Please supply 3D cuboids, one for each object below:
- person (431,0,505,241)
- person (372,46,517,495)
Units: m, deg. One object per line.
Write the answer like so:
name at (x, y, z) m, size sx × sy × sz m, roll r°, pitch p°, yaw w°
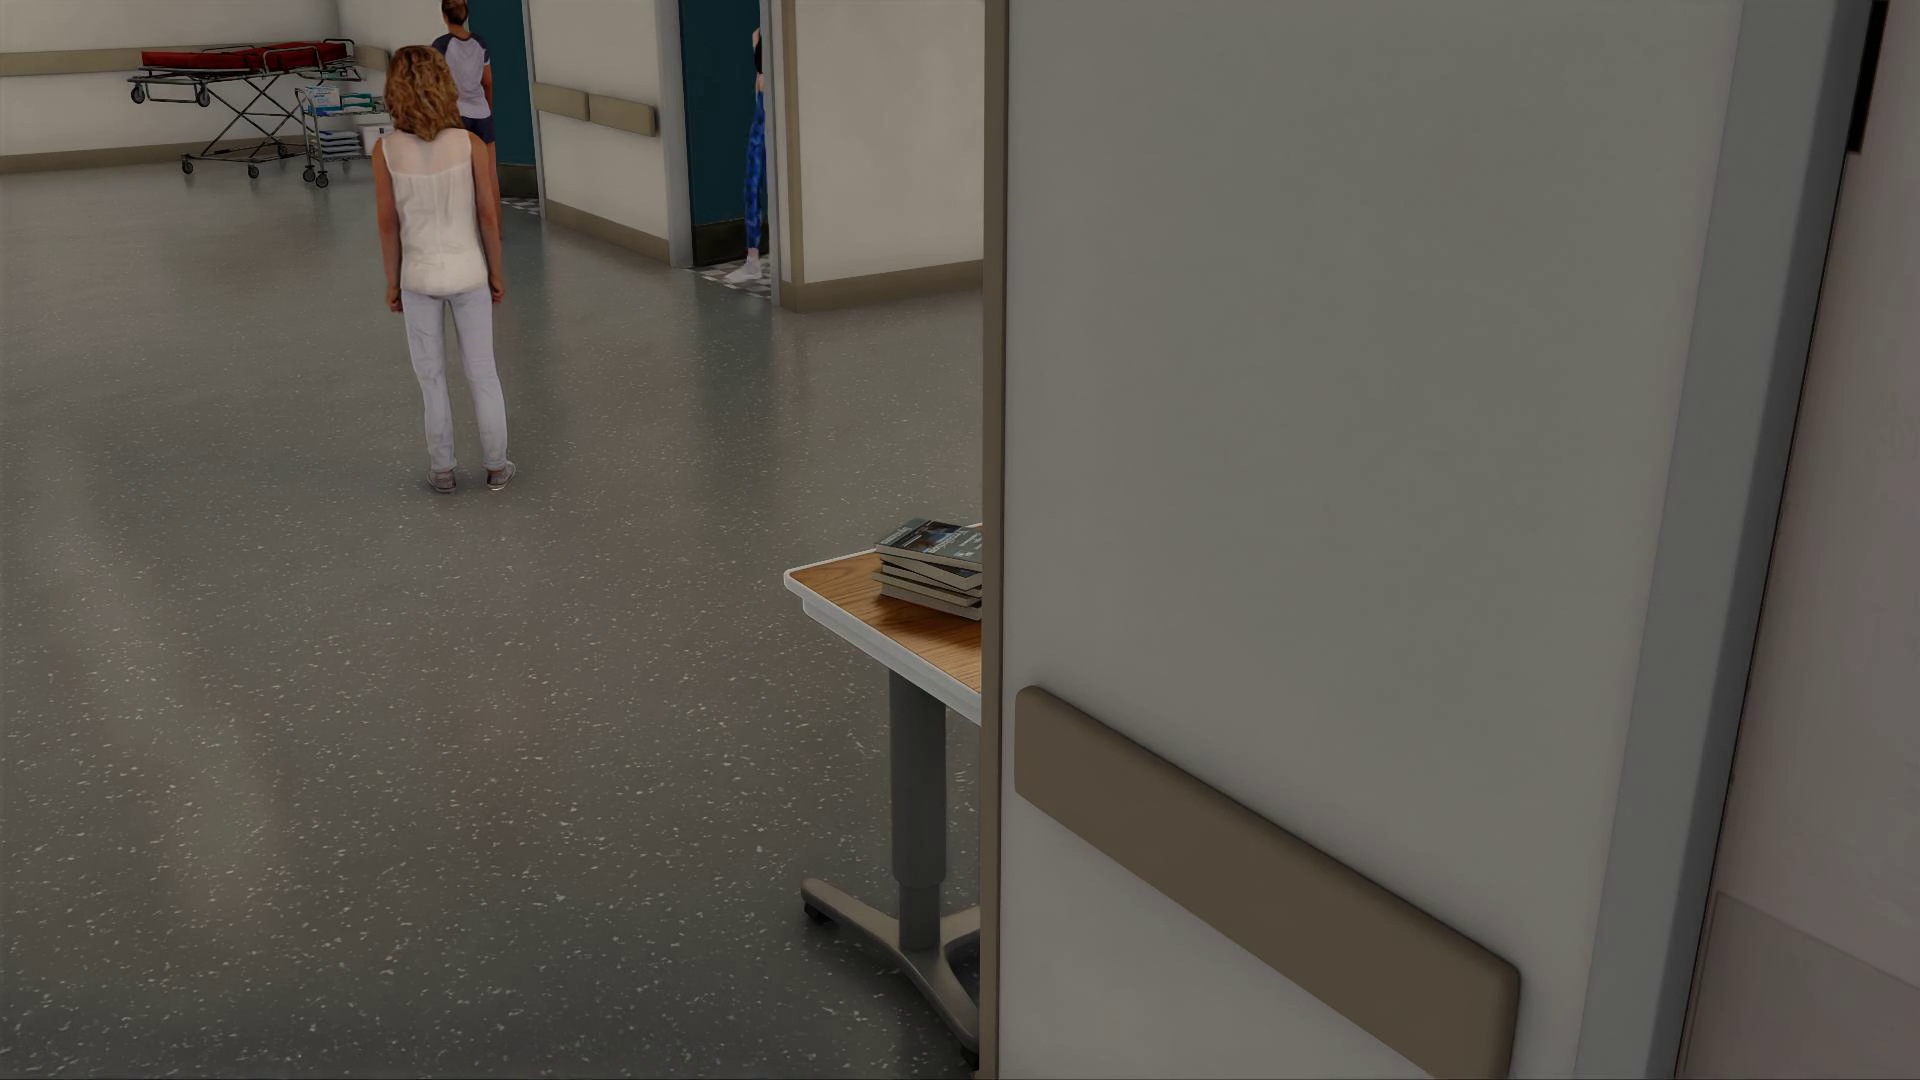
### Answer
person at (-3.304, -2.816, 11.140) m, size 0.602 × 1.625 × 0.573 m, roll -18°, pitch 27°, yaw -39°
person at (-1.955, -1.001, 6.282) m, size 0.662 × 1.671 × 0.654 m, roll -6°, pitch 21°, yaw -15°
